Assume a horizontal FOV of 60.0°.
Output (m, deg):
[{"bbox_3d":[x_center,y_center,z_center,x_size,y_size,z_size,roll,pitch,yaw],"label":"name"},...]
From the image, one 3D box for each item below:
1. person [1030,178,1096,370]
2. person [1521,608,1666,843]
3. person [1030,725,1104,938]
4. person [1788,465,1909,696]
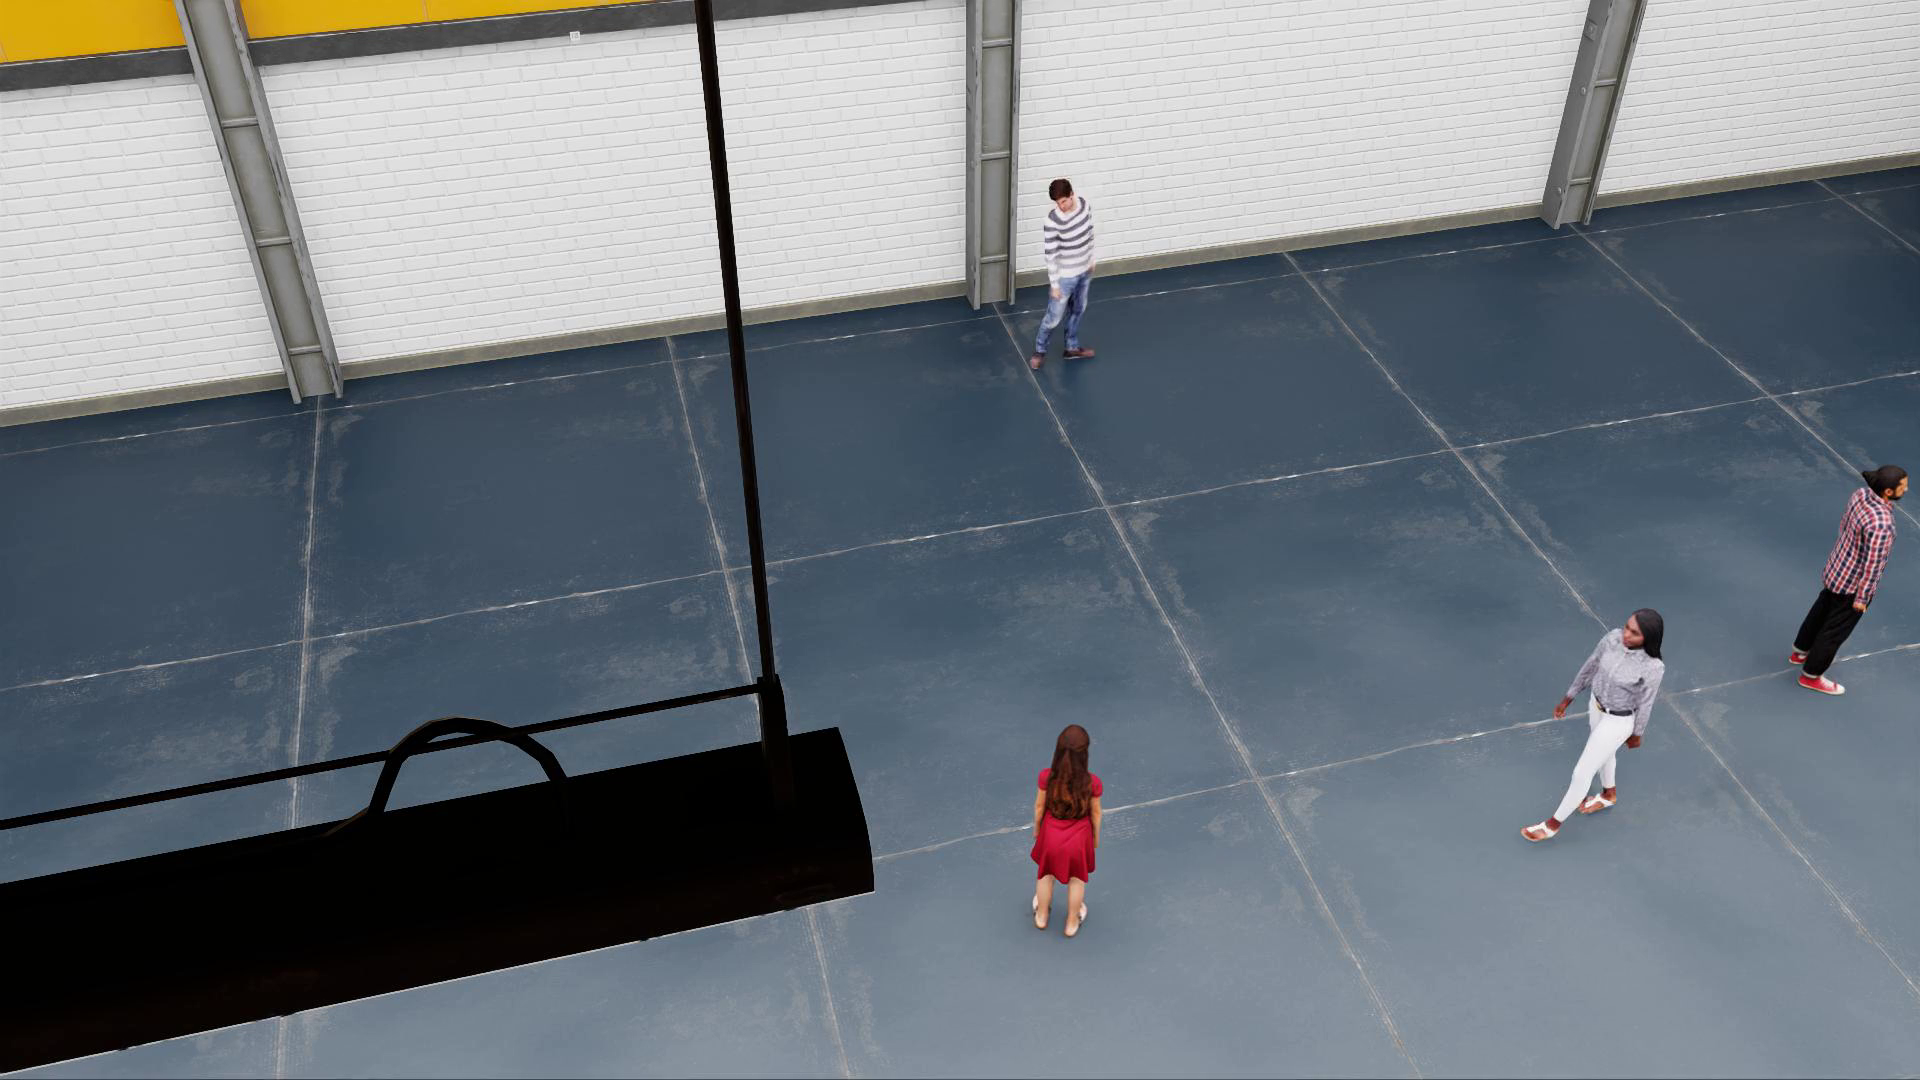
[{"bbox_3d":[0.953,-2.306,14.125,0.922,1.811,0.760,21,43,24],"label":"person"},{"bbox_3d":[3.980,1.056,10.011,1.008,1.692,0.627,-11,40,-13],"label":"person"},{"bbox_3d":[0.596,1.654,9.374,0.646,1.552,0.709,5,39,6],"label":"person"},{"bbox_3d":[5.892,0.232,10.987,0.729,1.761,0.768,4,39,5],"label":"person"}]
